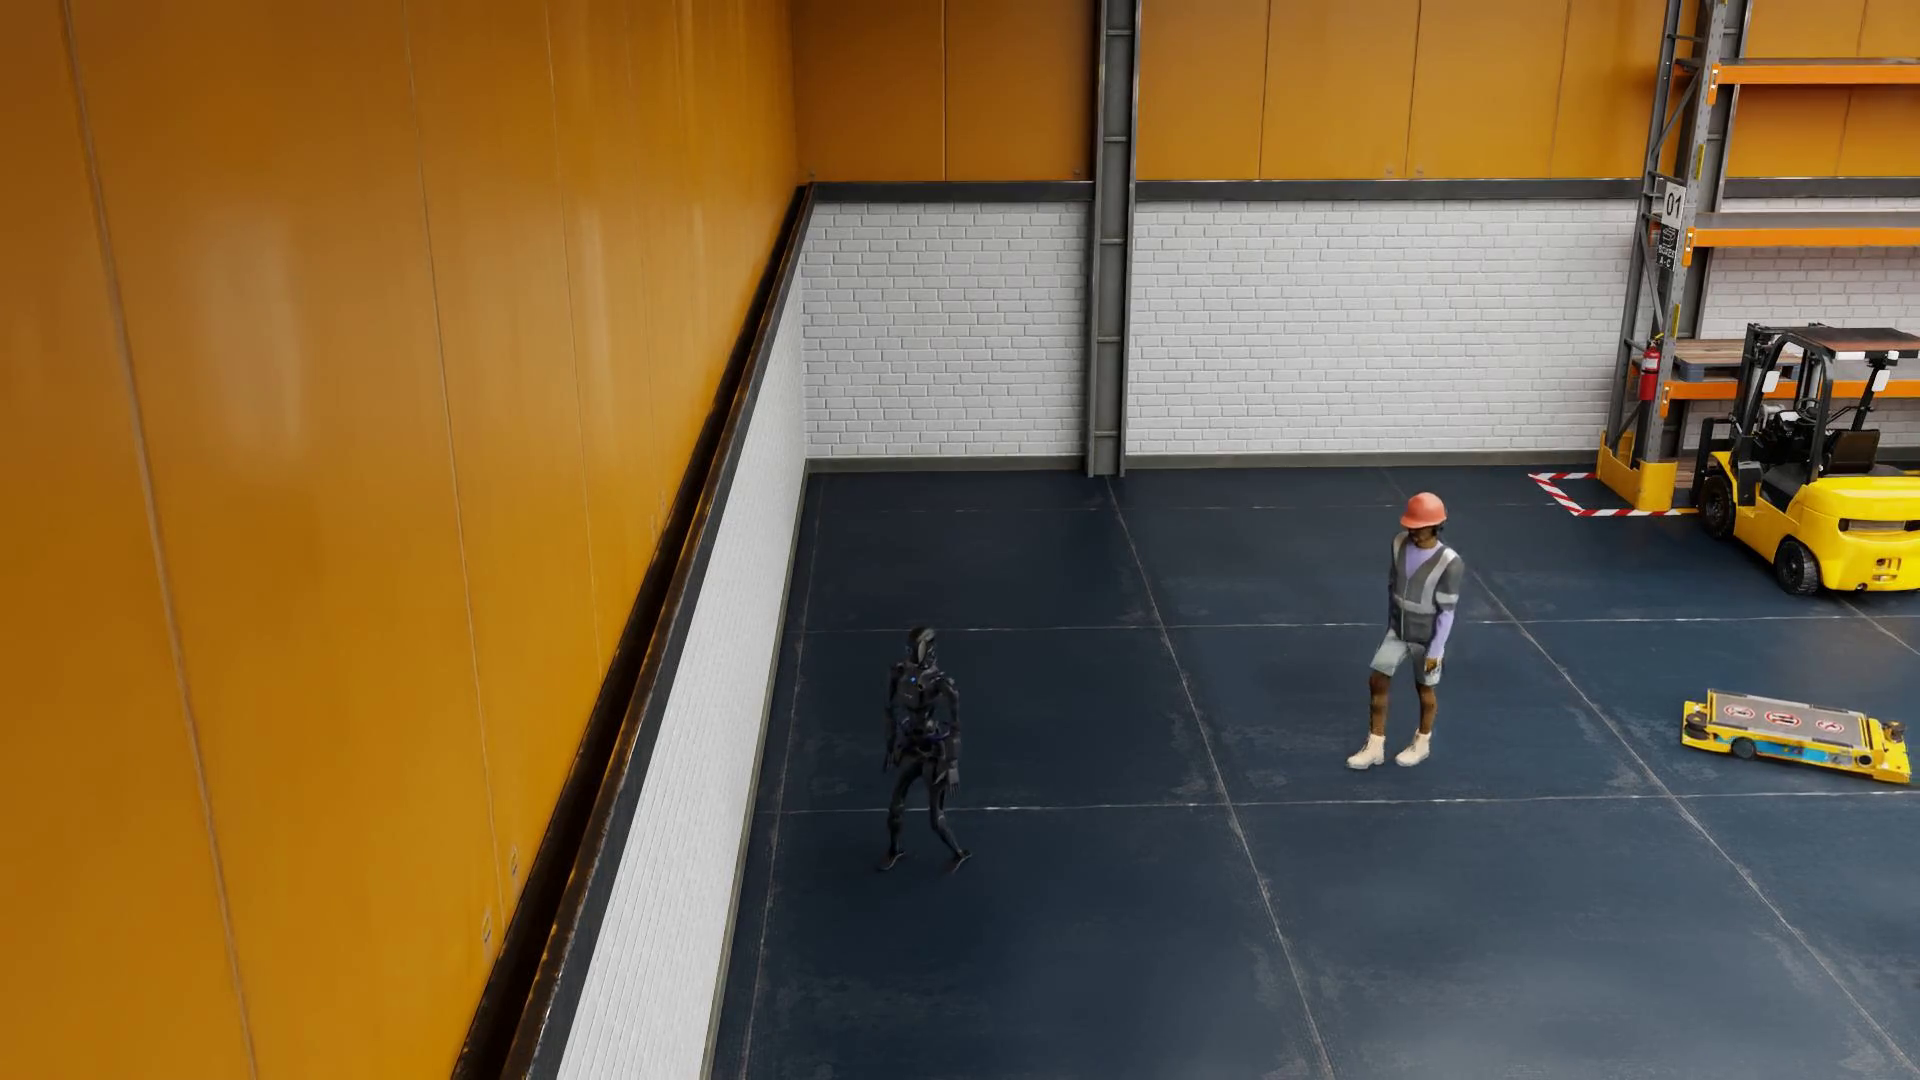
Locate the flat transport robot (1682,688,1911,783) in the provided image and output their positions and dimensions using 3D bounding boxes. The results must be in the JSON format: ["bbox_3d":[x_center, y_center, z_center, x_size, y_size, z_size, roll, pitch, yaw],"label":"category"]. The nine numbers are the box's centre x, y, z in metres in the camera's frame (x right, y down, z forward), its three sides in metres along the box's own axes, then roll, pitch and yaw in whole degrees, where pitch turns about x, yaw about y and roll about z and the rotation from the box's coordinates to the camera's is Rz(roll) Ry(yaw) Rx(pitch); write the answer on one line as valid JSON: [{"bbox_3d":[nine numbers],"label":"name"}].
[{"bbox_3d":[5.918,1.380,11.812,1.431,0.231,0.659,9,22,22],"label":"flat transport robot"}]

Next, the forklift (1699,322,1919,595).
[{"bbox_3d":[7.809,-0.792,14.926,1.214,2.155,2.313,-1,20,-2],"label":"forklift"}]

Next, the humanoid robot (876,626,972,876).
[{"bbox_3d":[-0.206,1.275,10.093,0.586,1.641,0.427,13,24,31],"label":"humanoid robot"}]

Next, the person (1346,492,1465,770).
[{"bbox_3d":[3.002,0.654,11.240,0.829,2.019,0.618,-13,24,-32],"label":"person"}]
